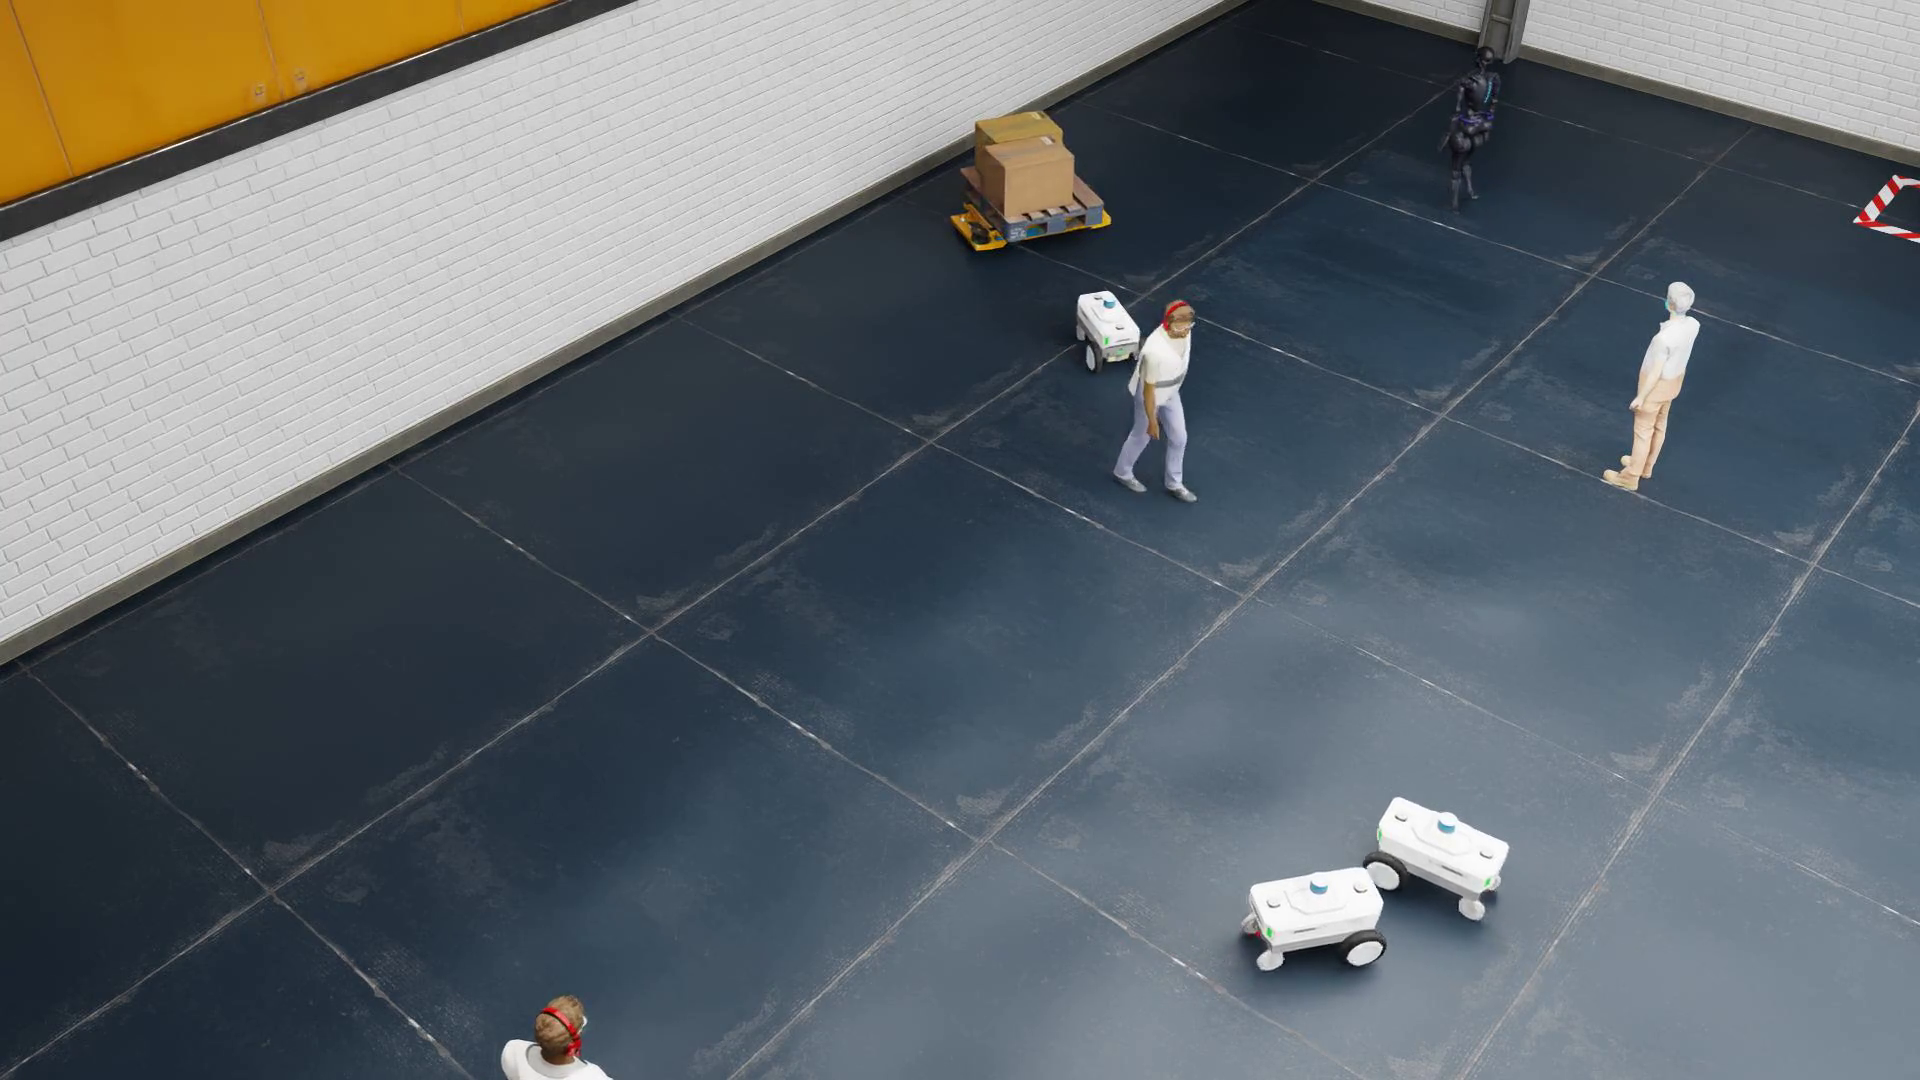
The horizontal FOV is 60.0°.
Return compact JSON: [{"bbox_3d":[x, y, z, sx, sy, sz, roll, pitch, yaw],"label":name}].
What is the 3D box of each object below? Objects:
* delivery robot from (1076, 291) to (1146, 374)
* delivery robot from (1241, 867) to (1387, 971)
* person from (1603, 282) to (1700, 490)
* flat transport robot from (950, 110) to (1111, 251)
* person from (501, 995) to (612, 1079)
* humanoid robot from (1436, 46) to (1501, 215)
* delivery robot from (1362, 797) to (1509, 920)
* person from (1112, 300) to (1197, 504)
[{"bbox_3d":[1.282,-1.797,14.304,0.499,0.614,0.790,-11,40,-13],"label":"delivery robot"},{"bbox_3d":[2.006,2.108,9.425,0.759,0.575,0.499,-7,39,-9],"label":"delivery robot"},{"bbox_3d":[5.253,-1.156,12.547,0.482,1.742,0.325,-27,46,-30],"label":"person"},{"bbox_3d":[0.688,-3.156,16.203,1.431,0.231,0.659,-15,41,-17],"label":"flat transport robot"},{"bbox_3d":[-1.766,2.758,7.617,0.565,1.834,0.377,15,41,17],"label":"person"},{"bbox_3d":[4.921,-3.946,16.066,0.615,1.645,0.350,-19,43,-22],"label":"humanoid robot"},{"bbox_3d":[2.799,1.832,9.785,0.781,0.595,0.499,22,44,25],"label":"delivery robot"},{"bbox_3d":[1.499,-1.026,12.339,0.816,1.798,0.580,28,46,30],"label":"person"}]
